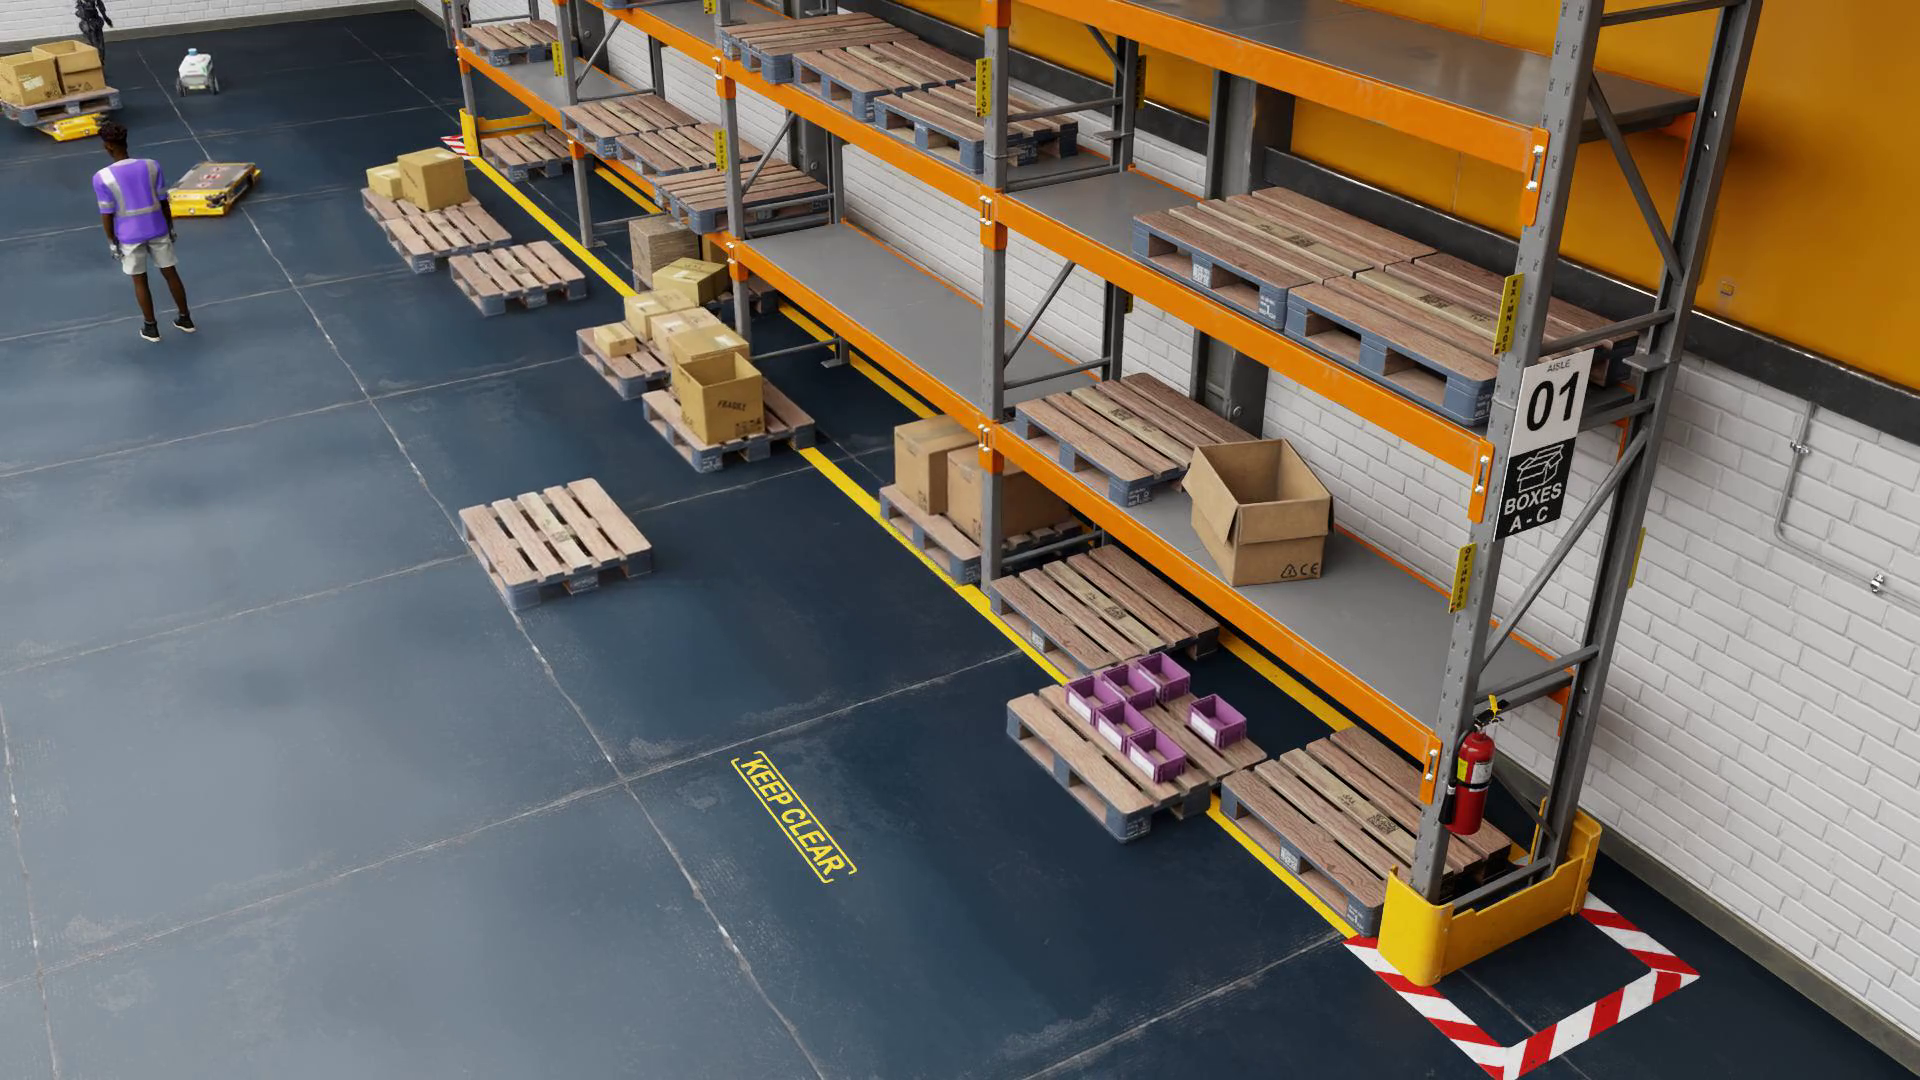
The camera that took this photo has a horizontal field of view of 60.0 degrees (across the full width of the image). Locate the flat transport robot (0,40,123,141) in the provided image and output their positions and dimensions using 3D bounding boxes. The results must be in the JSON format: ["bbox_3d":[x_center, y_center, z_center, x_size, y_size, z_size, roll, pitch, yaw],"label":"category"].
[{"bbox_3d":[-11.355,-5.330,21.042,1.431,0.231,0.659,24,37,36],"label":"flat transport robot"}]

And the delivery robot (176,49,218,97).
[{"bbox_3d":[-10.336,-6.351,22.522,0.499,0.563,0.738,-8,30,-13],"label":"delivery robot"}]

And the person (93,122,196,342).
[{"bbox_3d":[-7.258,-2.726,14.736,0.606,1.958,0.365,-26,38,-37],"label":"person"}]

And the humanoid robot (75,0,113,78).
[{"bbox_3d":[-11.986,-7.190,22.908,0.406,1.643,0.601,2,30,3],"label":"humanoid robot"}]

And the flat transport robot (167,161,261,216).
[{"bbox_3d":[-8.349,-3.929,18.568,0.659,0.231,1.431,-2,30,-4],"label":"flat transport robot"}]
